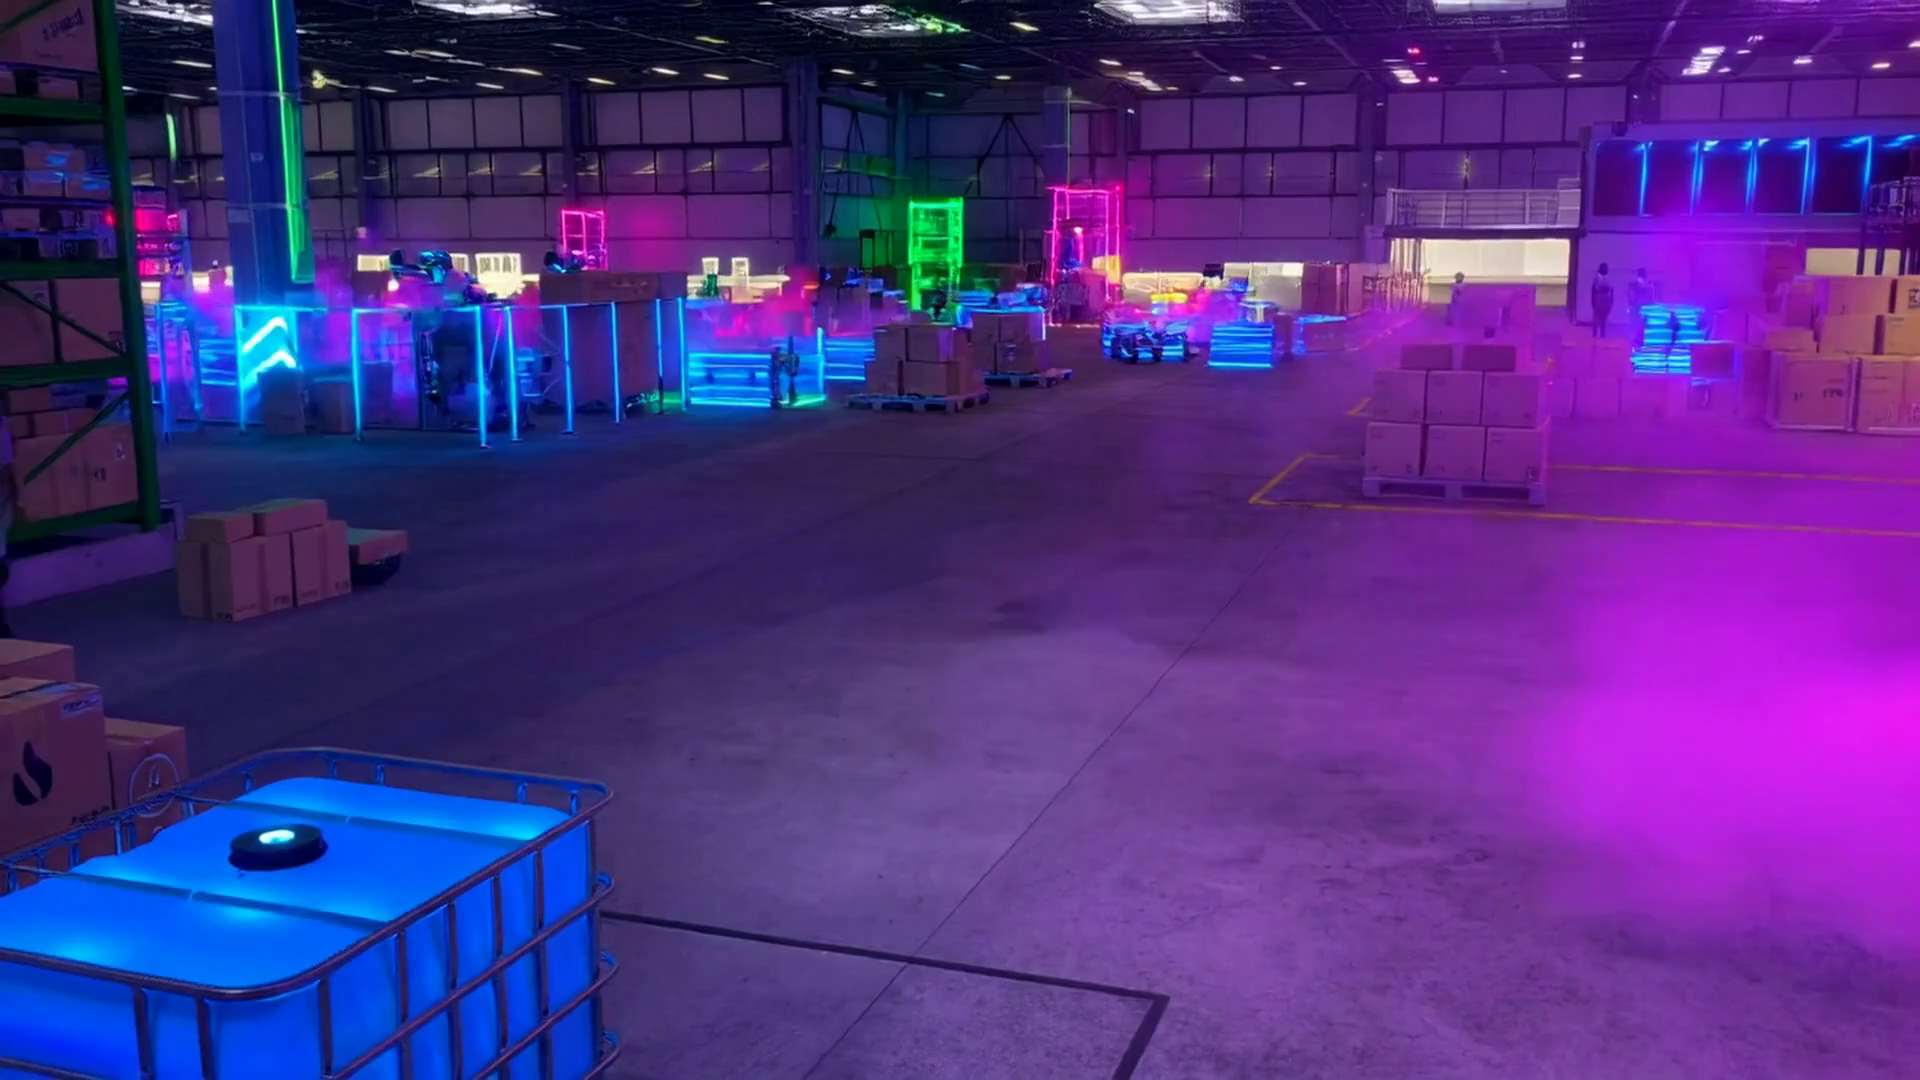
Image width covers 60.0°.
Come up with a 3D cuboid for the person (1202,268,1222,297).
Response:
[{"bbox_3d":[7.430,-7.113,49.115,0.580,1.836,1.004,3,11,18],"label":"person"}]

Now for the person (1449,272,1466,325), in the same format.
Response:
[{"bbox_3d":[10.829,-4.817,35.932,0.796,1.916,0.548,-7,12,-35],"label":"person"}]

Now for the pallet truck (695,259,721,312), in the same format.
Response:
[{"bbox_3d":[-9.165,-9.627,62.776,0.823,1.965,1.885,4,11,23],"label":"pallet truck"}]

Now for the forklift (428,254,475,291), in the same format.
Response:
[{"bbox_3d":[-20.133,-10.254,65.465,1.157,1.987,2.680,3,11,19],"label":"forklift"}]

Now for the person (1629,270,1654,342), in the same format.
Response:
[{"bbox_3d":[17.688,-6.083,43.211,0.597,1.872,1.021,4,11,19],"label":"person"}]

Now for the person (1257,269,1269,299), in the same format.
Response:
[{"bbox_3d":[9.279,-7.395,50.882,0.341,1.756,0.519,-2,10,-9],"label":"person"}]

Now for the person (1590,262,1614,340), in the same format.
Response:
[{"bbox_3d":[17.067,-6.337,44.122,0.538,2.000,0.688,-2,10,-11],"label":"person"}]

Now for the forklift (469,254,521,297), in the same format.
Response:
[{"bbox_3d":[-17.990,-10.121,64.684,1.157,1.987,2.680,3,11,17],"label":"forklift"}]

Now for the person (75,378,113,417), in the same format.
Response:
[{"bbox_3d":[-11.369,-2.181,21.777,0.563,1.657,0.408,3,11,17],"label":"person"}]

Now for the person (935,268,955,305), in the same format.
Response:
[{"bbox_3d":[-0.444,-7.231,49.783,0.505,1.817,0.990,7,12,33],"label":"person"}]

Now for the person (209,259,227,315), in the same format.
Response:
[{"bbox_3d":[-26.431,-9.005,59.276,0.378,1.996,0.610,10,14,43],"label":"person"}]

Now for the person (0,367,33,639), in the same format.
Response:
[{"bbox_3d":[-5.742,-0.203,9.919,0.694,1.915,0.585,1,10,6],"label":"person"}]

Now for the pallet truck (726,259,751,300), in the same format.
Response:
[{"bbox_3d":[-7.986,-9.493,62.019,0.823,1.965,1.885,3,11,17],"label":"pallet truck"}]
